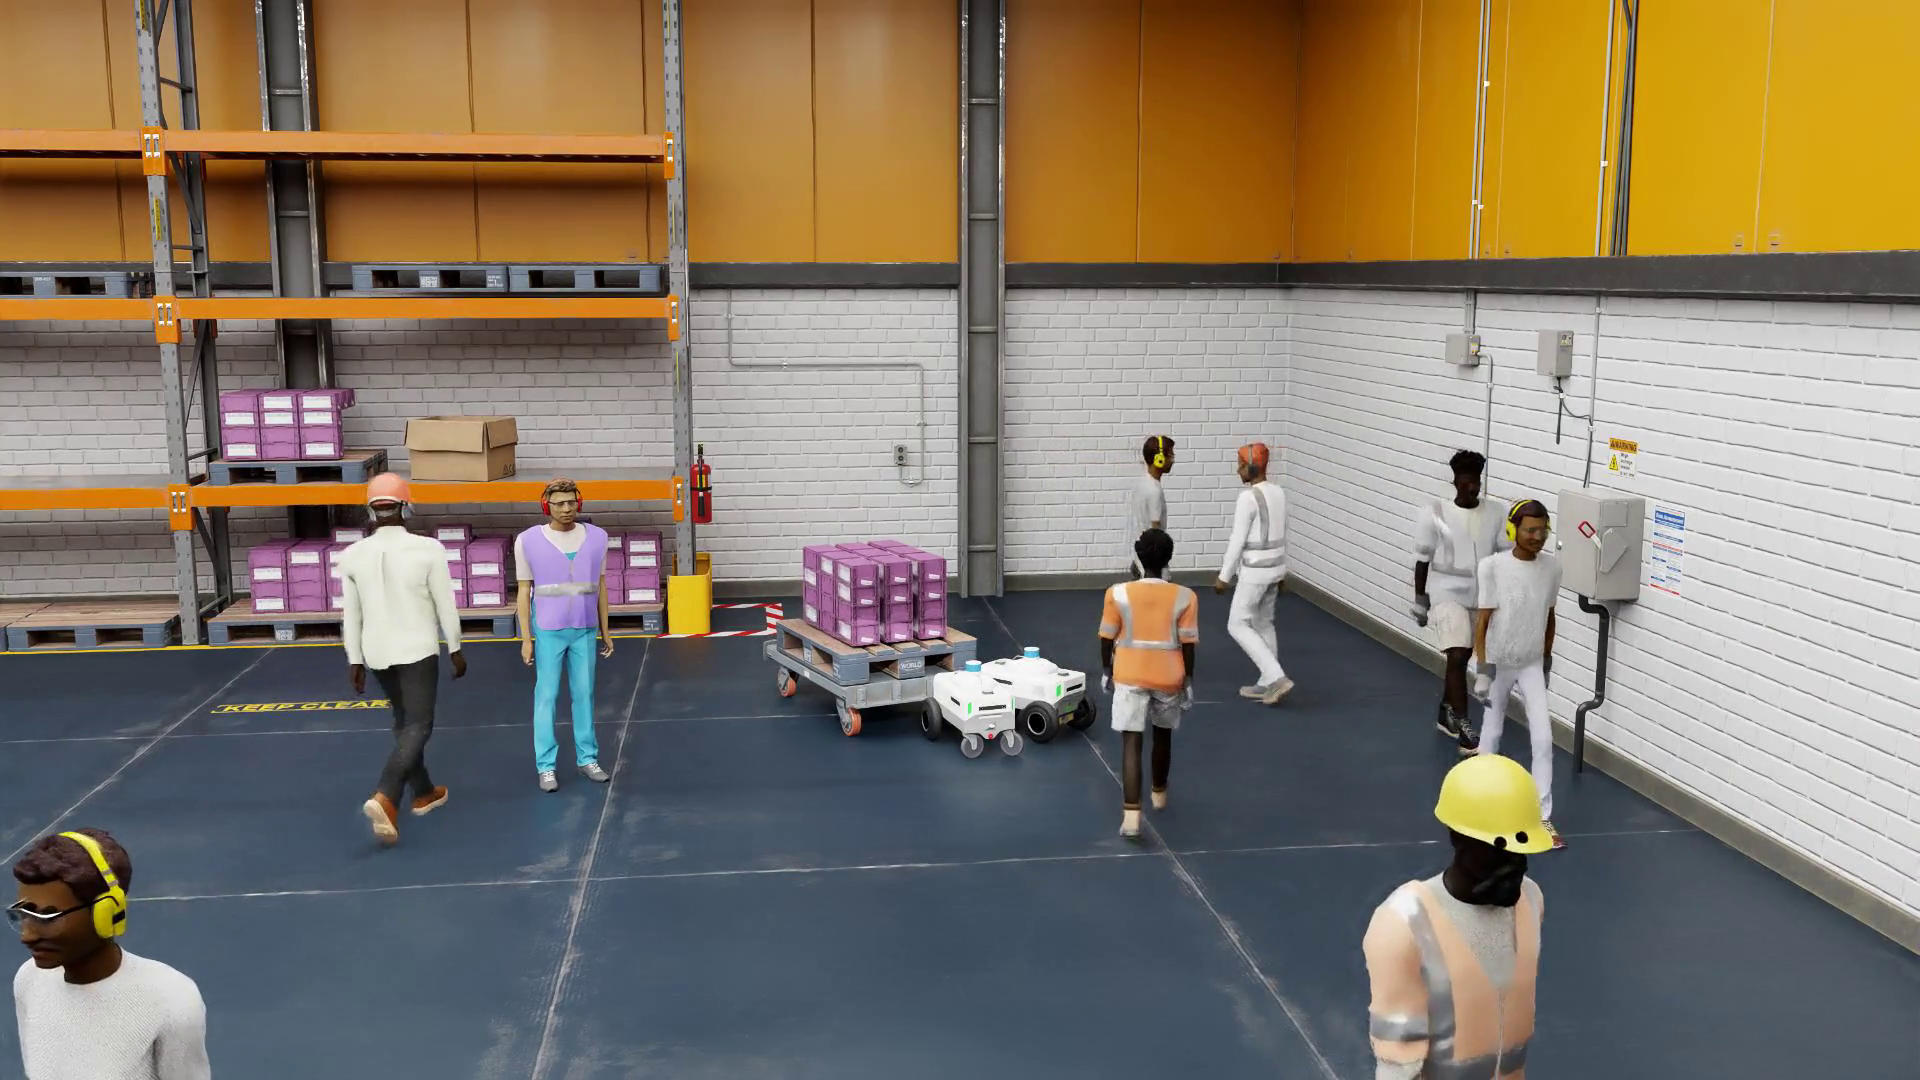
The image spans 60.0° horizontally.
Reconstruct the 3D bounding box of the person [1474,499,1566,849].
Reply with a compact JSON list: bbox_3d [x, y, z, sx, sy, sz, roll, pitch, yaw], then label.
[{"bbox_3d":[2.979,0.704,8.863,0.527,1.837,0.811,-1,9,-4],"label":"person"}]

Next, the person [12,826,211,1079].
[{"bbox_3d":[-1.851,1.529,3.644,0.533,1.859,0.310,3,10,18],"label":"person"}]

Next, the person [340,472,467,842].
[{"bbox_3d":[-3.071,0.622,9.027,0.623,1.960,0.911,2,9,10],"label":"person"}]

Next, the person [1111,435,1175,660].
[{"bbox_3d":[1.397,0.153,12.249,0.433,1.853,0.536,0,9,-1],"label":"person"}]

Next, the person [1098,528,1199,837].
[{"bbox_3d":[1.028,0.770,9.084,0.548,1.649,0.874,0,9,3],"label":"person"}]

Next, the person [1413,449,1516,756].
[{"bbox_3d":[3.258,0.392,10.562,0.627,1.915,0.961,-2,9,-12],"label":"person"}]

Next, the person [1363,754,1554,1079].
[{"bbox_3d":[1.258,1.452,4.010,0.590,1.892,0.858,-5,10,-27],"label":"person"}]

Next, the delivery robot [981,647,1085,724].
[{"bbox_3d":[0.471,0.952,11.013,0.707,0.478,0.477,7,12,39],"label":"delivery robot"}]

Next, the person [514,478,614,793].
[{"bbox_3d":[-2.337,0.543,9.836,0.567,1.845,0.386,-6,11,-35],"label":"person"}]

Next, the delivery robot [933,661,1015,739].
[{"bbox_3d":[0.087,1.015,10.618,0.477,0.478,0.707,-3,10,-19],"label":"delivery robot"}]

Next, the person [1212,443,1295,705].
[{"bbox_3d":[2.145,0.254,11.602,0.523,1.863,0.579,7,11,37],"label":"person"}]
